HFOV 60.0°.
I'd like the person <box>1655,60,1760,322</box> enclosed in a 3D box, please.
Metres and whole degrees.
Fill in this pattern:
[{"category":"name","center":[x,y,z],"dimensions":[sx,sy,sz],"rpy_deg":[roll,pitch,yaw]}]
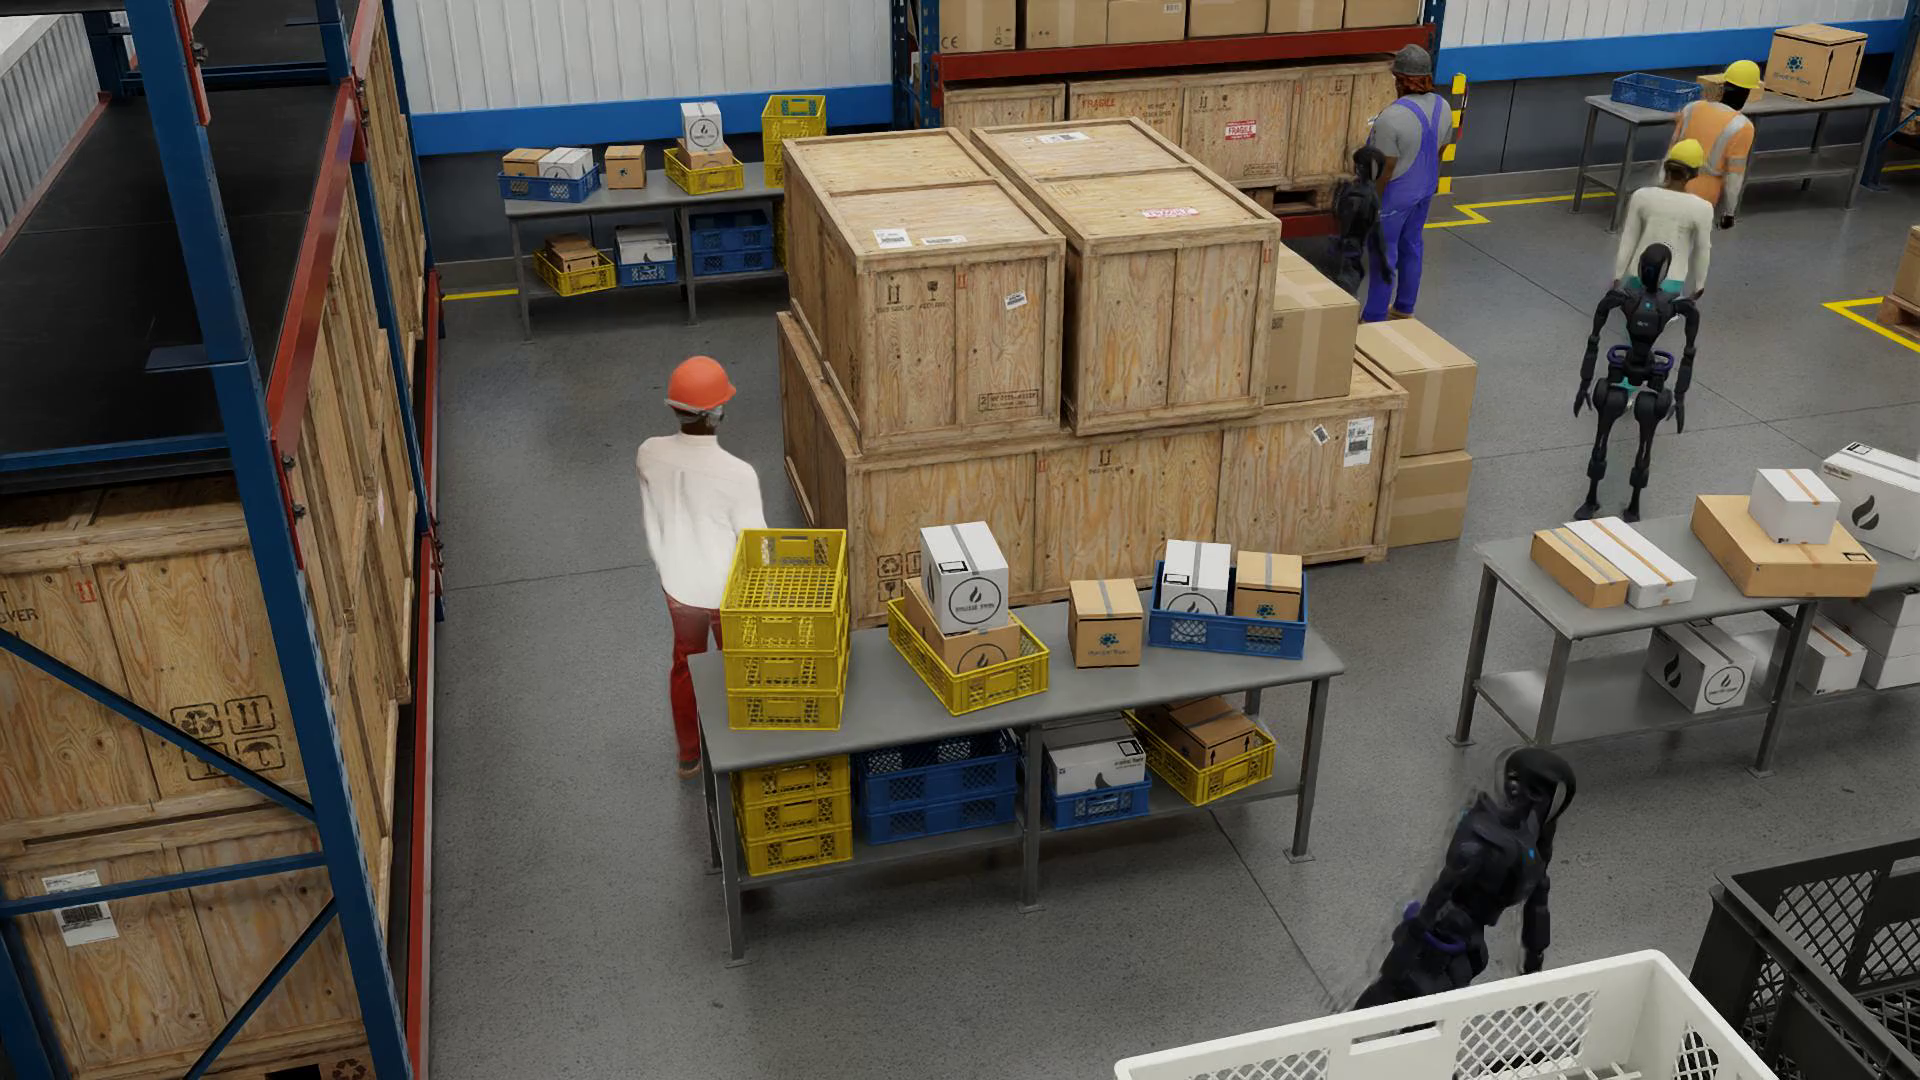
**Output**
[{"category":"person","center":[5.326,-2.487,11.946],"dimensions":[0.702,1.885,0.606],"rpy_deg":[-14,32,-23]}]

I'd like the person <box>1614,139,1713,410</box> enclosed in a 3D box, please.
[{"category":"person","center":[4.497,-1.700,10.720],"dimensions":[0.535,1.740,0.900],"rpy_deg":[23,37,36]}]

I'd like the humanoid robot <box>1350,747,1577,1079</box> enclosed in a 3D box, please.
[{"category":"humanoid robot","center":[1.555,1.354,5.244],"dimensions":[0.645,1.619,0.712],"rpy_deg":[-25,38,-38]}]

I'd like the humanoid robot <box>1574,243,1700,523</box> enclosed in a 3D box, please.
[{"category":"humanoid robot","center":[3.717,-0.835,9.171],"dimensions":[0.585,1.654,0.338],"rpy_deg":[14,32,24]}]

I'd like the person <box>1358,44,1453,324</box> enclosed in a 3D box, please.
[{"category":"person","center":[3.070,-2.476,11.776],"dimensions":[0.687,2.000,0.536],"rpy_deg":[-20,34,-31]}]

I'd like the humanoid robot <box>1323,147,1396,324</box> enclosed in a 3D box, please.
[{"category":"humanoid robot","center":[2.589,-1.778,10.934],"dimensions":[0.767,1.627,0.612],"rpy_deg":[14,32,23]}]

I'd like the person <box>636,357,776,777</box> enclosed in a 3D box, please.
[{"category":"person","center":[-1.048,0.166,7.029],"dimensions":[0.611,1.994,0.377],"rpy_deg":[15,32,25]}]
